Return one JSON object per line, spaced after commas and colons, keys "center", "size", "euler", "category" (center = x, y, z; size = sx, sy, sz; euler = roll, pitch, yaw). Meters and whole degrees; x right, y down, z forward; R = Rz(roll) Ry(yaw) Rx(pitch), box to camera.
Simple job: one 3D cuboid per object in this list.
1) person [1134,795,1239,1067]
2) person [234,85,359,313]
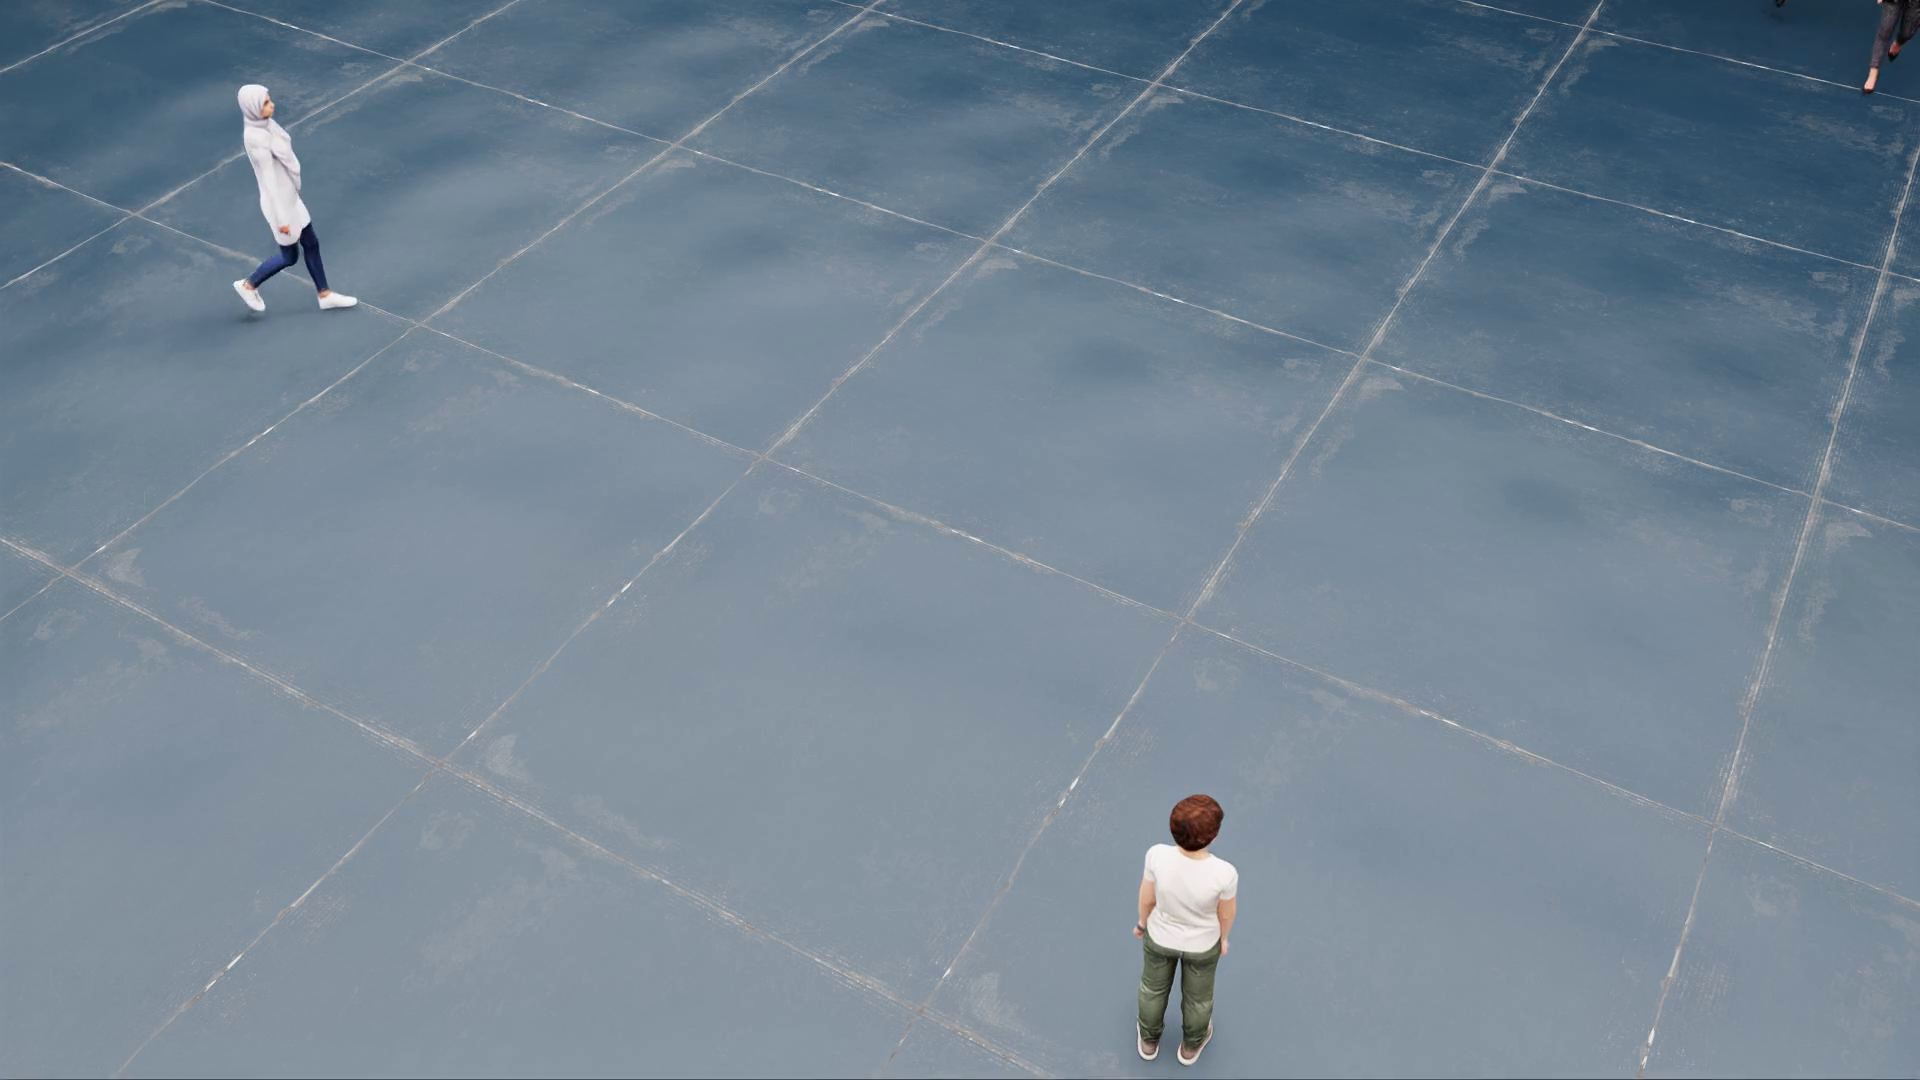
{"center": [0.952, 1.697, 7.128], "size": [0.617, 1.653, 0.607], "euler": [11, 43, 12], "category": "person"}
{"center": [-4.757, -2.298, 11.451], "size": [1.047, 1.755, 1.042], "euler": [-5, 43, -6], "category": "person"}
